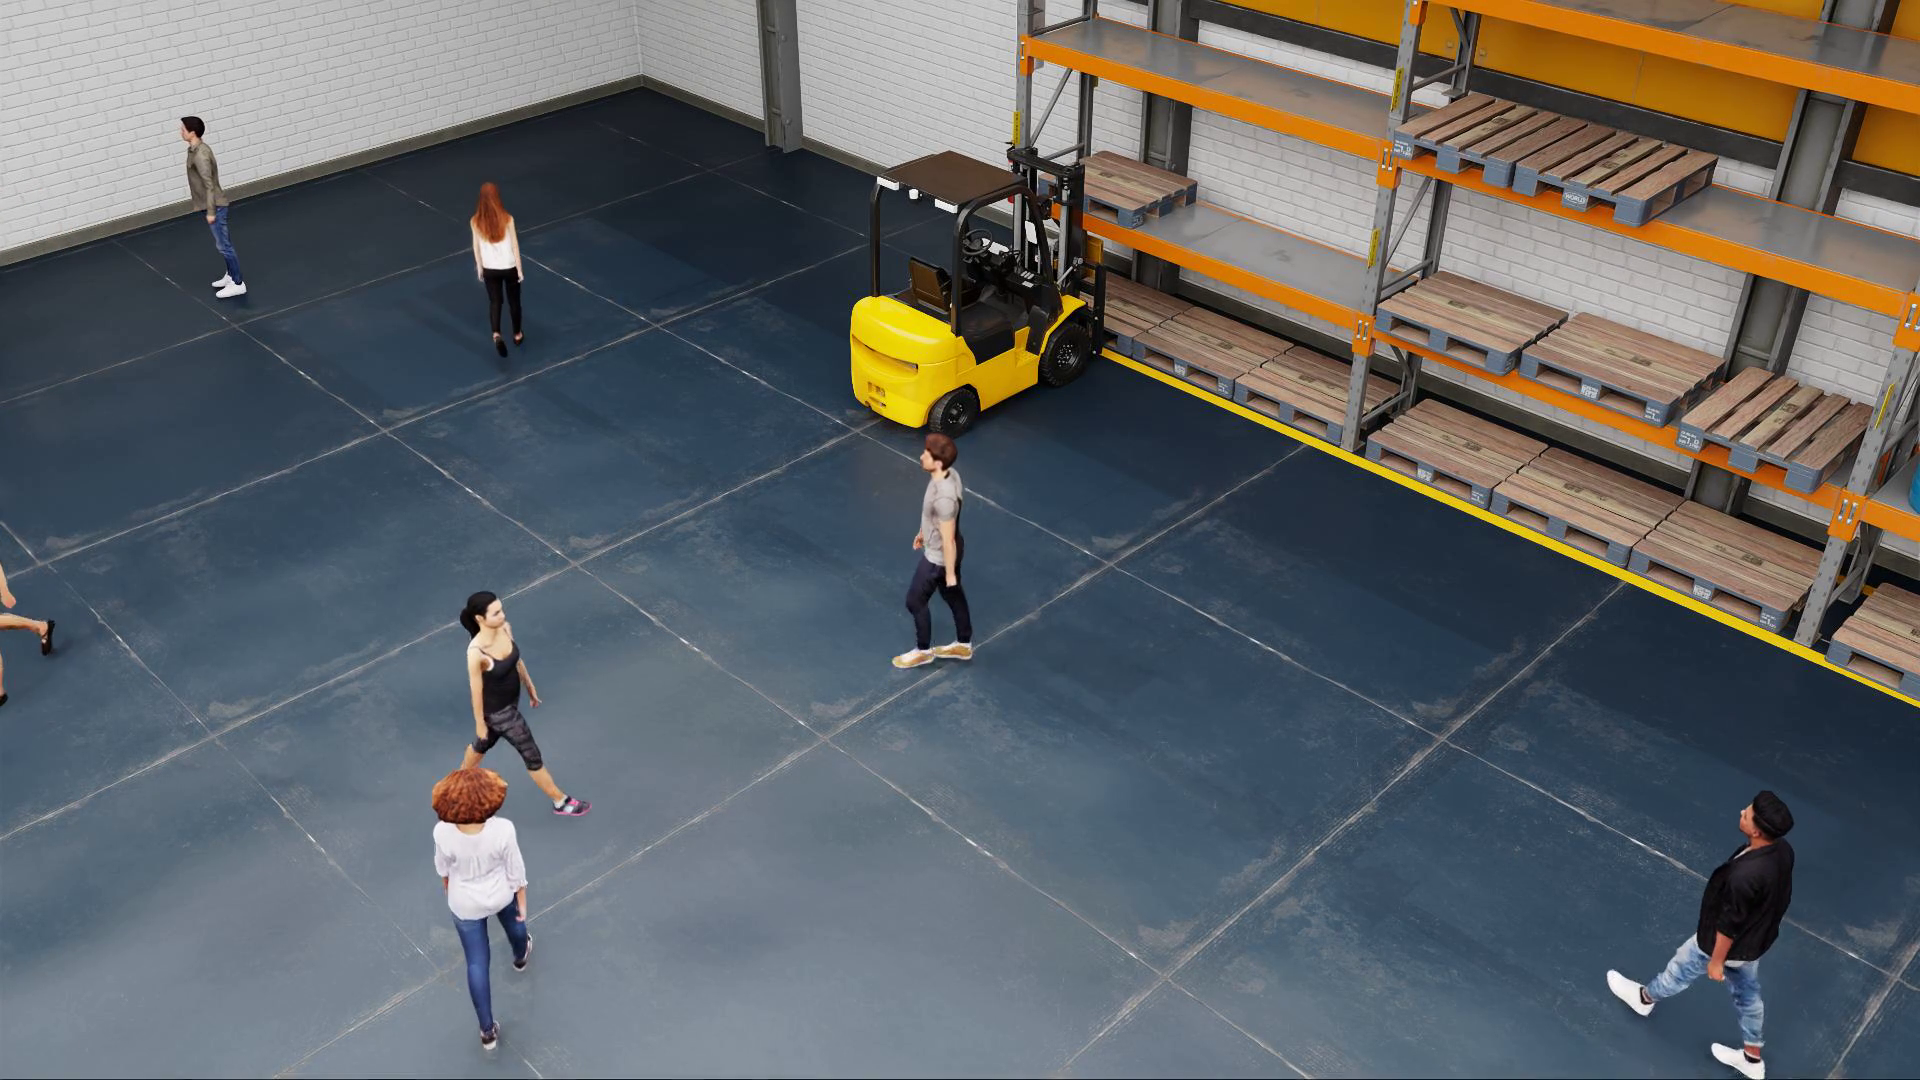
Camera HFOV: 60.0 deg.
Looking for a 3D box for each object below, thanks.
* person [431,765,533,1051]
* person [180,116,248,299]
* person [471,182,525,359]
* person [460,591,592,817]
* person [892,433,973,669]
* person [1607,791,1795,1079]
[{"bbox_3d":[-2.587,1.981,8.976,1.034,1.685,1.203,-6,34,-8],"label":"person"},{"bbox_3d":[-7.590,-3.399,16.907,0.833,1.865,0.643,-16,37,-22],"label":"person"},{"bbox_3d":[-4.359,-2.533,15.747,0.920,1.706,1.019,-3,34,-4],"label":"person"},{"bbox_3d":[-2.955,1.044,10.396,1.250,1.674,1.003,8,34,11],"label":"person"},{"bbox_3d":[-0.041,0.090,11.647,0.953,1.876,0.884,3,34,5],"label":"person"},{"bbox_3d":[4.129,2.112,8.705,0.804,1.766,1.192,-23,40,-30],"label":"person"}]
